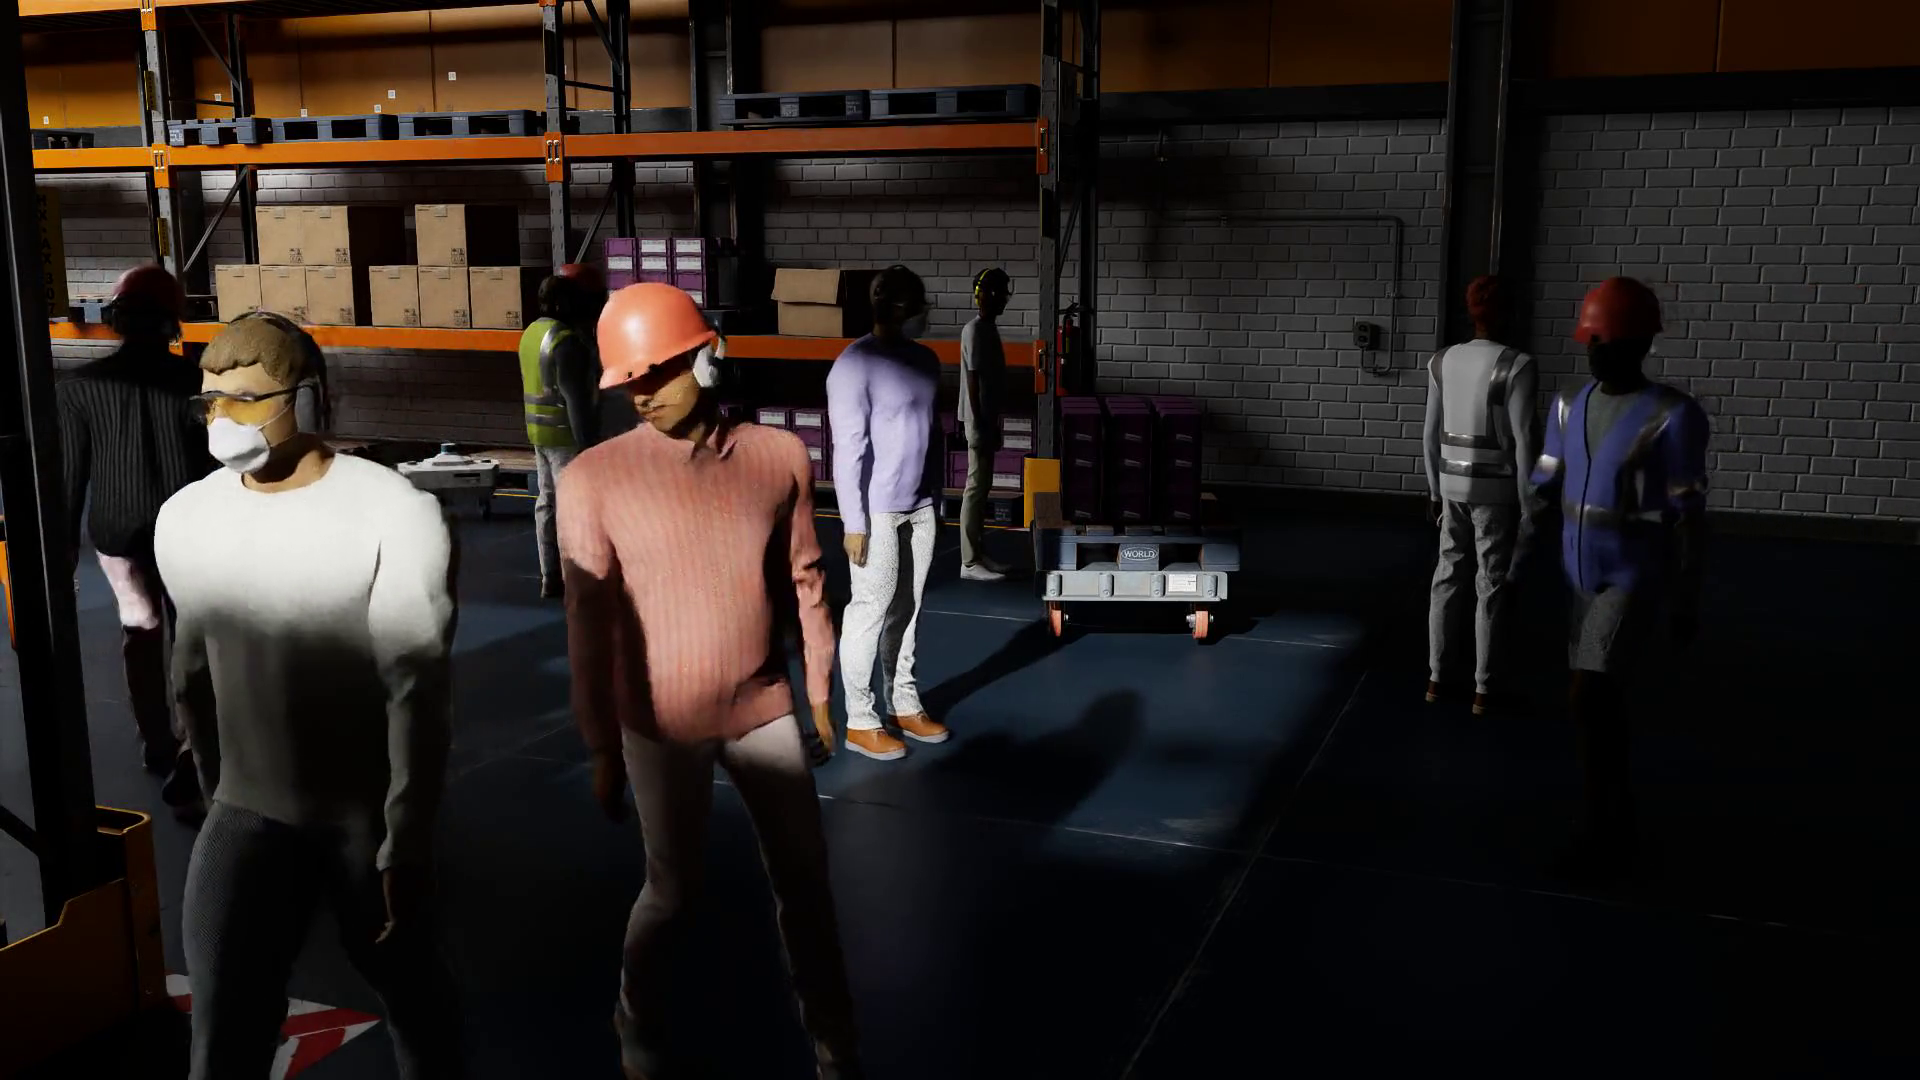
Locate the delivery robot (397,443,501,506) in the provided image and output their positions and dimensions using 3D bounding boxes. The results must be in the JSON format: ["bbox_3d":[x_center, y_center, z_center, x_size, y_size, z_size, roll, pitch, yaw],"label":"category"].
[{"bbox_3d":[-3.710,-0.460,12.098,0.707,0.478,0.477,-3,11,-15],"label":"delivery robot"}]

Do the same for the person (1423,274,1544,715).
[{"bbox_3d":[2.254,-0.191,7.163,0.351,1.884,0.581,-7,12,-33],"label":"person"}]

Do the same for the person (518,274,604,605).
[{"bbox_3d":[-2.206,-0.556,9.321,0.429,1.843,0.627,-8,13,-37],"label":"person"}]

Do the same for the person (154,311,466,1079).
[{"bbox_3d":[-1.234,0.543,3.057,0.636,1.893,0.991,2,10,9],"label":"person"}]

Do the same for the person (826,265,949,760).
[{"bbox_3d":[-0.275,-0.109,6.577,0.358,1.934,0.628,7,12,33],"label":"person"}]

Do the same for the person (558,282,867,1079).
[{"bbox_3d":[-0.589,0.380,3.846,0.653,1.945,0.640,-6,12,-28],"label":"person"}]

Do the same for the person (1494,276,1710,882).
[{"bbox_3d":[2.009,0.129,5.297,0.691,1.910,0.566,-4,11,-22],"label":"person"}]

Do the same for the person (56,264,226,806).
[{"bbox_3d":[-2.941,-0.024,6.069,0.663,1.952,0.897,-3,11,-17],"label":"person"}]

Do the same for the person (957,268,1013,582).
[{"bbox_3d":[0.162,-0.692,10.017,0.335,1.864,0.521,2,10,13],"label":"person"}]

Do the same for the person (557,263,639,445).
[{"bbox_3d":[-1.988,-0.618,9.502,0.577,1.901,0.628,6,12,31],"label":"person"}]
